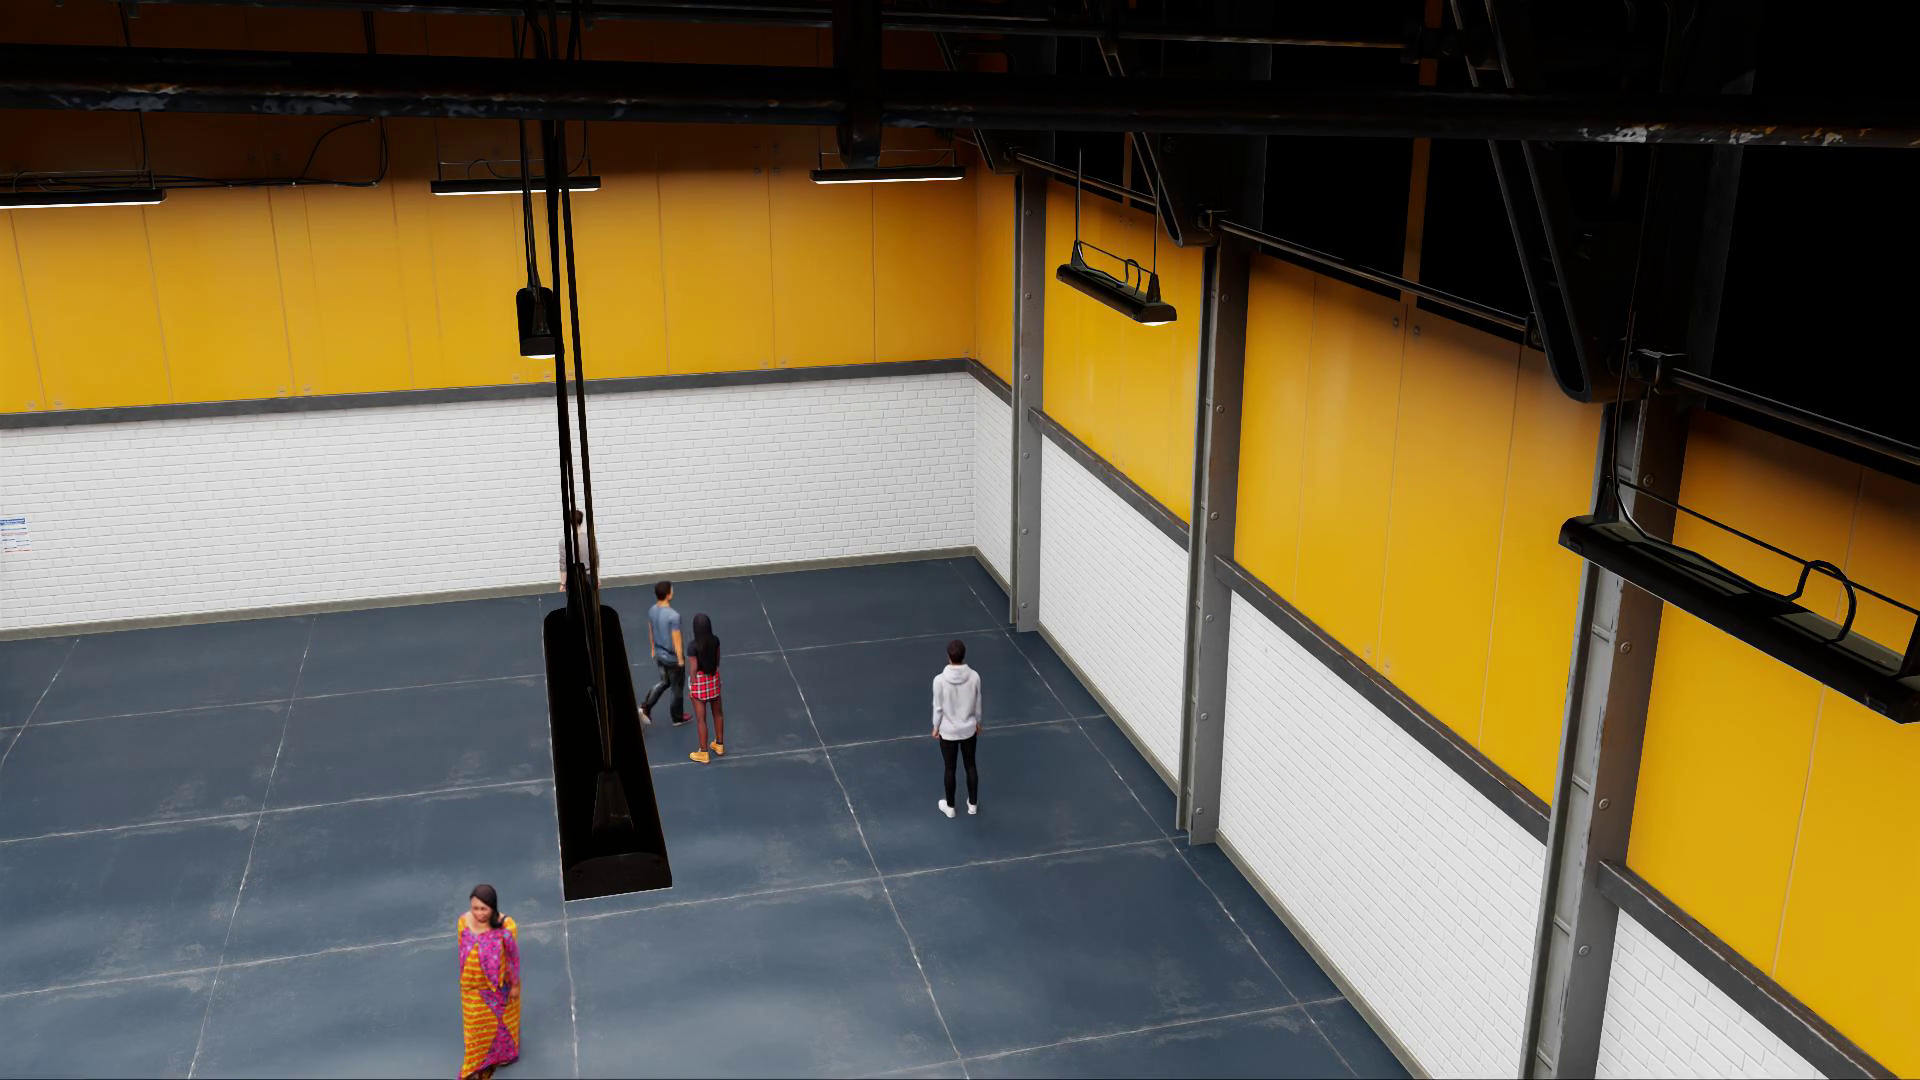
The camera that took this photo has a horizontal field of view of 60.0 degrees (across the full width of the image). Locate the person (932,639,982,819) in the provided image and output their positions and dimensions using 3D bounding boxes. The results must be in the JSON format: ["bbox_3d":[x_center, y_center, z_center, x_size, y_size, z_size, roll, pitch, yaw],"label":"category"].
[{"bbox_3d":[-0.015,1.941,17.177,0.671,1.929,0.578,-4,19,-12],"label":"person"}]

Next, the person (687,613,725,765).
[{"bbox_3d":[-2.822,1.619,18.447,0.765,1.729,0.721,14,23,37],"label":"person"}]

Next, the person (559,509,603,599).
[{"bbox_3d":[-4.882,0.529,21.409,0.751,1.903,0.667,-10,21,-27],"label":"person"}]

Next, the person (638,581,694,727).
[{"bbox_3d":[-3.421,1.349,19.145,0.990,1.795,0.990,17,25,40],"label":"person"}]

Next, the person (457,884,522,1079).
[{"bbox_3d":[-3.699,3.417,13.173,0.851,1.687,1.054,2,19,5],"label":"person"}]
